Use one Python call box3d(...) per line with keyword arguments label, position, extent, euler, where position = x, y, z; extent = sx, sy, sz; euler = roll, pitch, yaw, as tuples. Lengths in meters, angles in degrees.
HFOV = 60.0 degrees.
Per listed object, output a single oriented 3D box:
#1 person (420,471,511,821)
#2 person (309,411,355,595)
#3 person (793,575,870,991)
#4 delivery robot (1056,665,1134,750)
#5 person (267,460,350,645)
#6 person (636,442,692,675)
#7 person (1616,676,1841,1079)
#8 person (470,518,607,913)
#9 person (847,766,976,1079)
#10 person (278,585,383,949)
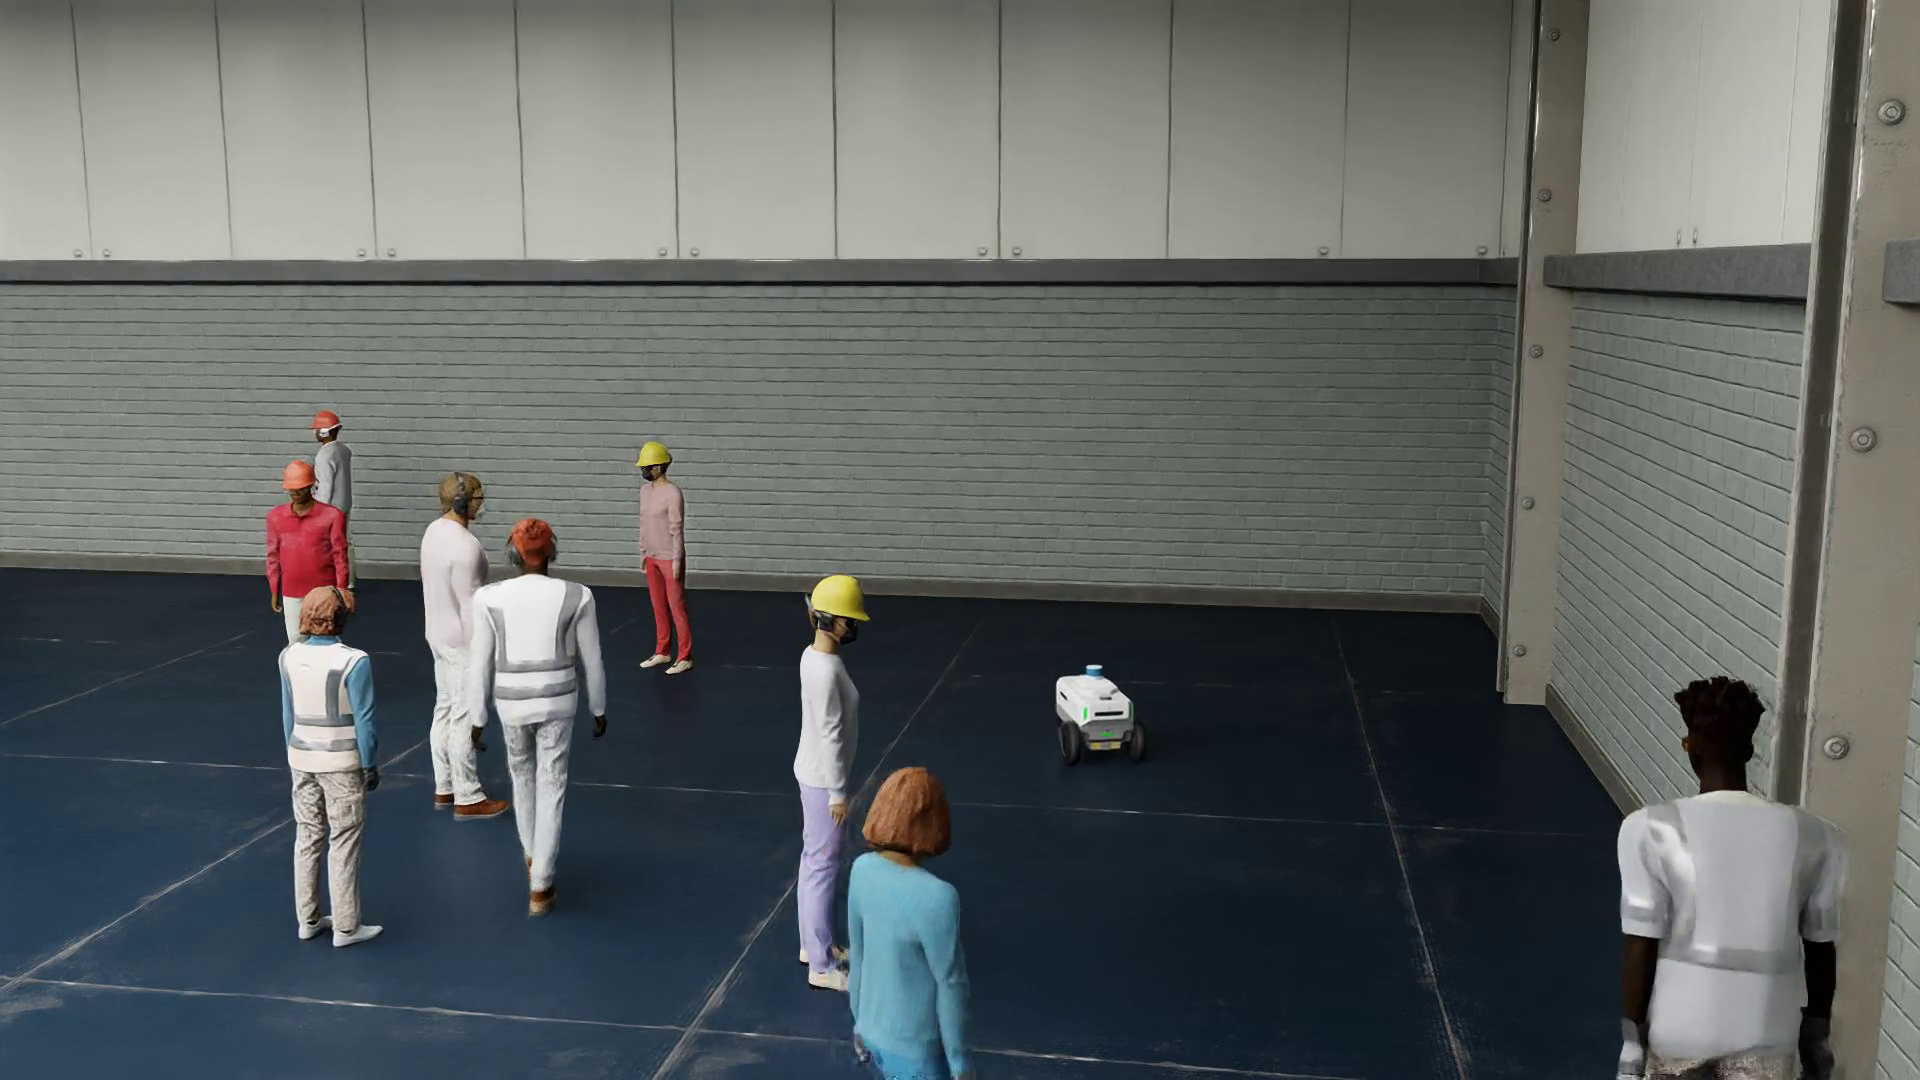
box3d(label="person", position=(-2.773, 0.580, 9.231), extent=(0.352, 1.937, 0.635), euler=(-7, 11, -36))
box3d(label="person", position=(-5.797, -0.319, 15.345), extent=(0.329, 1.751, 0.566), euler=(0, 9, -1))
box3d(label="person", position=(-0.540, 1.020, 7.076), extent=(0.328, 1.760, 0.523), euler=(-2, 9, -10))
box3d(label="delivery robot", position=(0.840, 1.028, 10.436), extent=(0.477, 0.478, 0.707), euler=(-2, 9, -11))
box3d(label="person", position=(-4.486, 0.317, 11.439), extent=(0.563, 1.746, 0.348), euler=(0, 9, 0))
box3d(label="person", position=(-2.261, 0.135, 12.549), extent=(0.351, 1.759, 0.523), euler=(-9, 13, -43))
box3d(label="person", position=(2.140, 1.354, 4.616), extent=(0.628, 1.906, 0.864), euler=(1, 9, 7))
box3d(label="person", position=(-2.036, 0.800, 8.107), extent=(0.621, 1.848, 0.894), euler=(-1, 9, -8))
box3d(label="person", position=(-0.206, 1.454, 4.821), extent=(0.643, 1.613, 0.508), euler=(-6, 11, -32))
box3d(label="person", position=(-2.844, 1.017, 7.508), extent=(0.504, 1.630, 0.323), euler=(4, 10, 24))
